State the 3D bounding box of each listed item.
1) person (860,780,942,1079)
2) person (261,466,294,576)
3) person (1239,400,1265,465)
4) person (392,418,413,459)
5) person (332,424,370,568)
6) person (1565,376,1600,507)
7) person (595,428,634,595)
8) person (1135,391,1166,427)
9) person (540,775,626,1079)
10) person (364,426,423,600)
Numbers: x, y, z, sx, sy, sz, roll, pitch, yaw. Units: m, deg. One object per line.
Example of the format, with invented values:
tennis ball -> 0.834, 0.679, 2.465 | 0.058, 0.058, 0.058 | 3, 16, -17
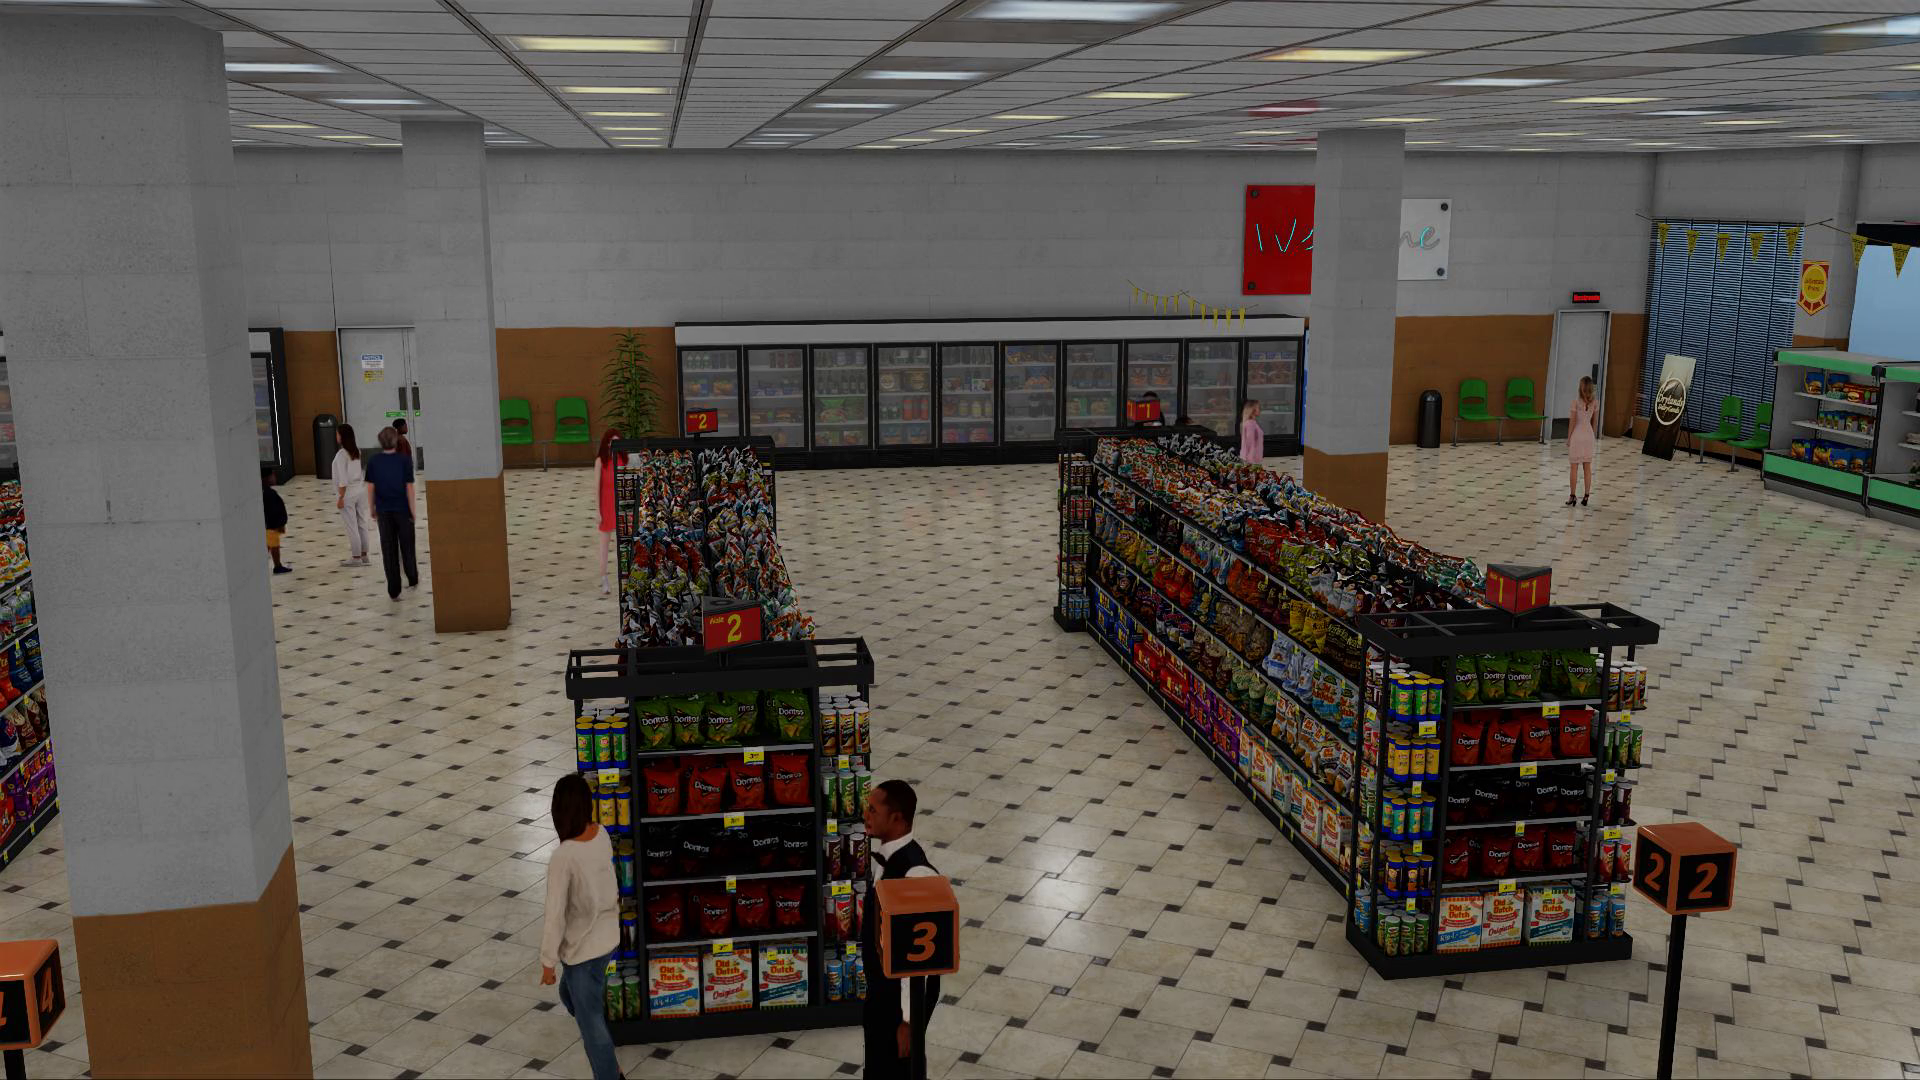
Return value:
person -> -0.181, 1.959, 7.233 | 0.824, 1.907, 0.793 | -4, 12, -17
person -> -7.970, -0.216, 19.115 | 0.714, 1.266, 0.662 | -10, 15, -39
person -> 3.719, -0.999, 21.869 | 0.971, 1.665, 1.091 | 3, 12, 15
person -> -7.821, -1.076, 23.237 | 0.626, 1.251, 0.498 | -6, 14, -28
person -> -7.185, -0.537, 19.618 | 0.727, 1.688, 0.585 | 2, 12, 10
person -> 8.719, -1.387, 23.308 | 0.587, 1.830, 0.523 | -1, 12, -4
person -> -3.796, -0.325, 18.276 | 0.680, 1.825, 0.670 | -9, 15, -36
person -> 2.628, -1.291, 23.443 | 0.930, 1.586, 1.182 | -8, 14, -33
person -> -1.699, 1.938, 7.919 | 0.849, 1.664, 0.710 | 2, 12, 10
person -> -6.129, -0.272, 17.973 | 0.676, 1.847, 0.977 | -2, 12, -11
